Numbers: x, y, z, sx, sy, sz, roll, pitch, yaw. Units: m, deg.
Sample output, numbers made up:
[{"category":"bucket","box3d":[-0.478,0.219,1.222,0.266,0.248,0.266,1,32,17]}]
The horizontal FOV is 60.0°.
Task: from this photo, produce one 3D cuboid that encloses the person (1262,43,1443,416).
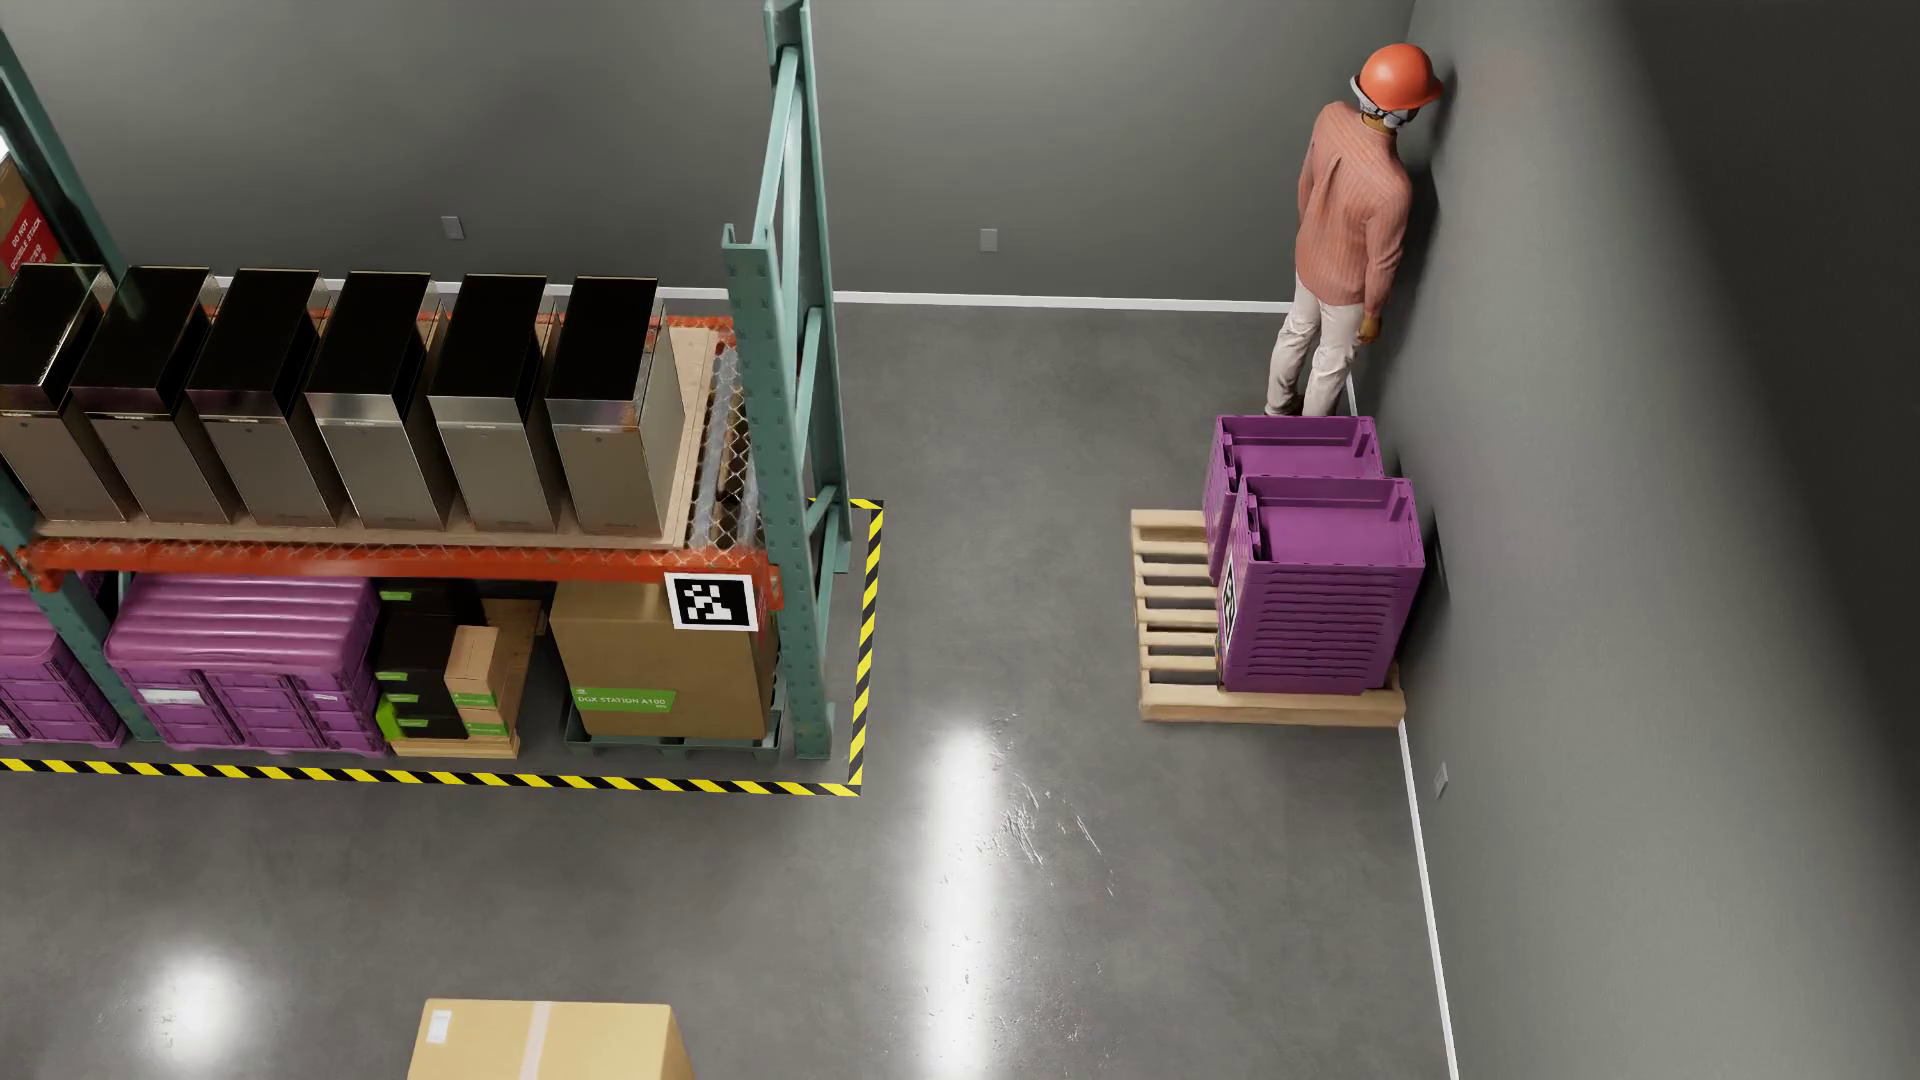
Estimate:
[{"category":"person","box3d":[1.508,-1.070,6.500,0.393,1.995,0.612,-16,54,-12]}]
